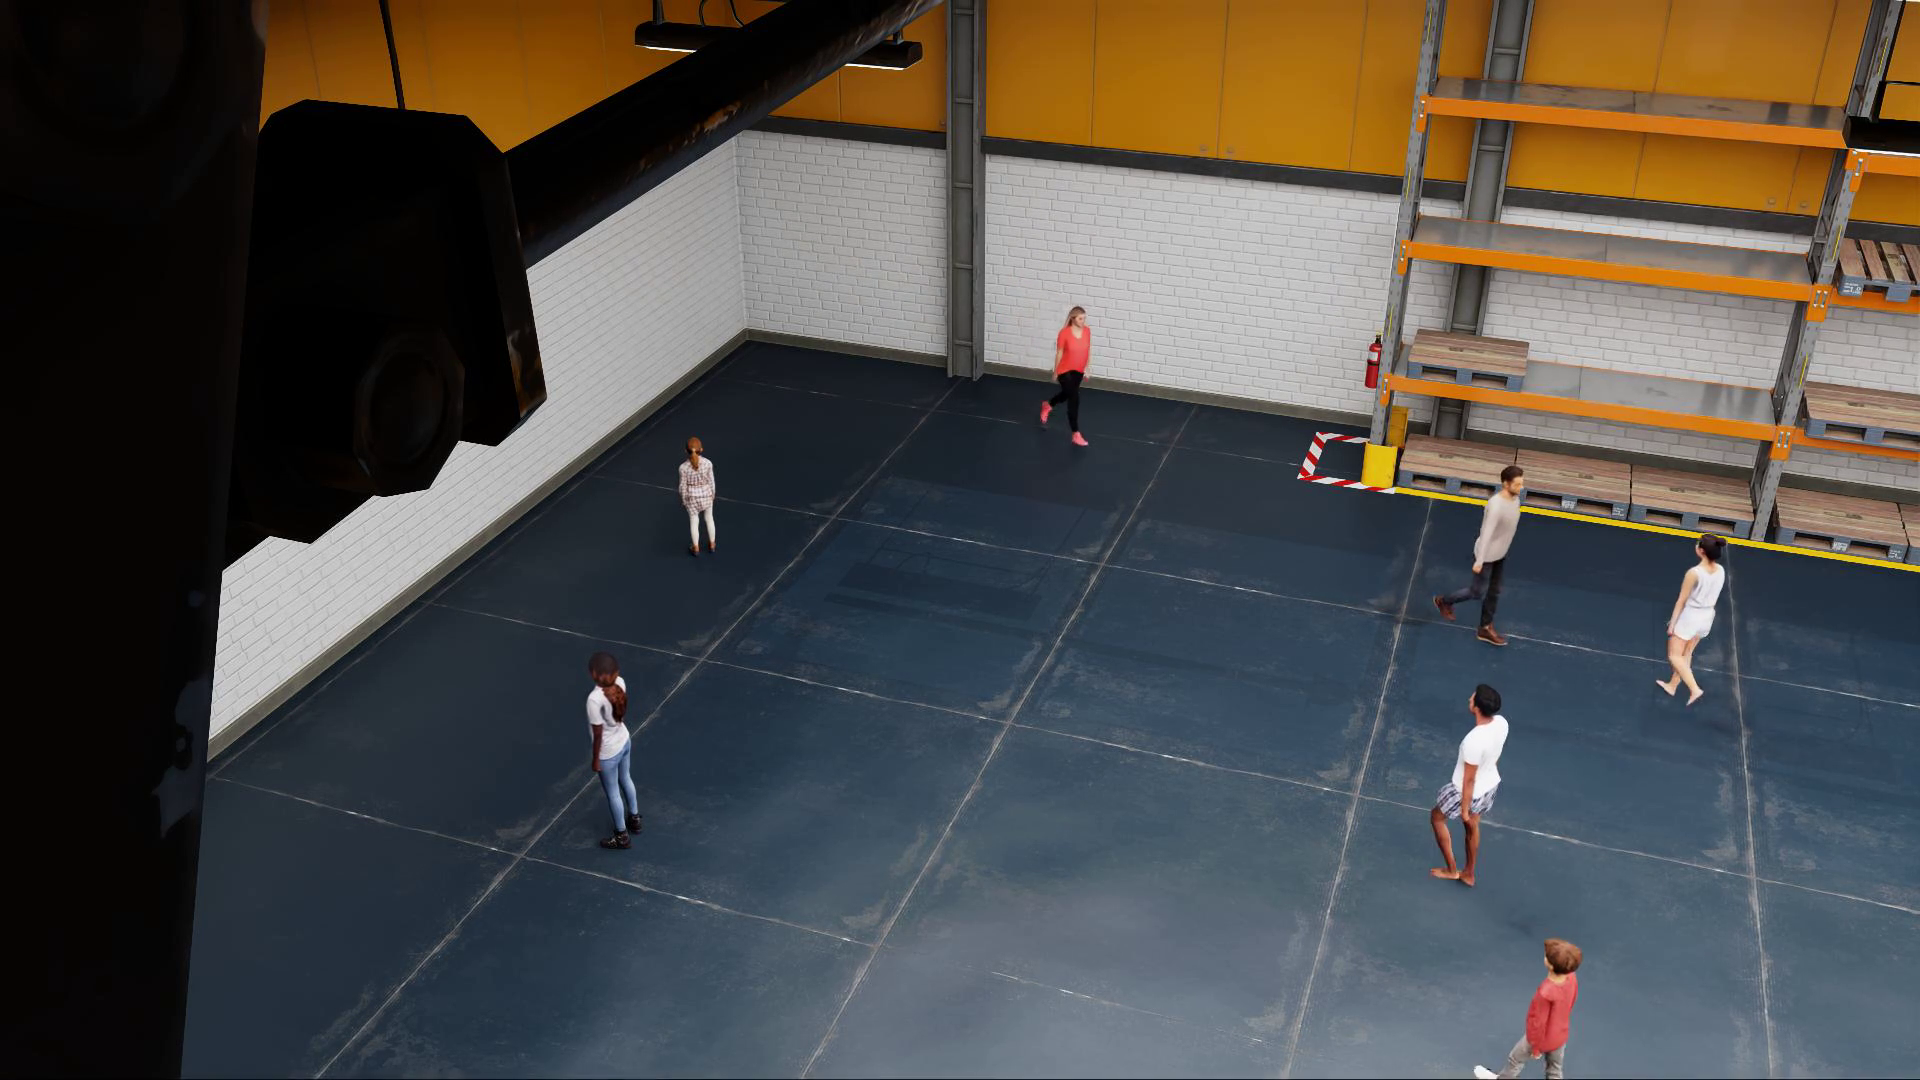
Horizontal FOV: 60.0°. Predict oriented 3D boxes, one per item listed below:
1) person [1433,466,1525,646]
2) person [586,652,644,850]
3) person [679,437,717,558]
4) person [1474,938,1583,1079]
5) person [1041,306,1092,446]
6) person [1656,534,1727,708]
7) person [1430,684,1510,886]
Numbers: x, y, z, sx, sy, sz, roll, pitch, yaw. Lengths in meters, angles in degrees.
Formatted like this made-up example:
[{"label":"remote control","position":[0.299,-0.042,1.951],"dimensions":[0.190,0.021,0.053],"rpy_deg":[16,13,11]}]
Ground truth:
[{"label":"person","position":[4.810,0.108,15.308],"dimensions":[1.094,1.842,0.920],"rpy_deg":[20,34,32]},{"label":"person","position":[-2.656,1.593,12.712],"dimensions":[0.514,1.720,0.575],"rpy_deg":[9,30,17]},{"label":"person","position":[-2.654,-0.450,16.882],"dimensions":[0.617,1.313,0.683],"rpy_deg":[-11,30,-19]},{"label":"person","position":[3.693,3.093,10.302],"dimensions":[0.810,1.394,0.908],"rpy_deg":[-16,33,-27]},{"label":"person","position":[1.204,-1.945,19.280],"dimensions":[1.044,1.642,1.224],"rpy_deg":[-18,33,-30]},{"label":"person","position":[6.412,0.719,14.419],"dimensions":[0.886,1.619,0.926],"rpy_deg":[-11,31,-20]},{"label":"person","position":[3.837,1.856,12.235],"dimensions":[0.756,1.715,0.785],"rpy_deg":[-20,34,-32]}]
